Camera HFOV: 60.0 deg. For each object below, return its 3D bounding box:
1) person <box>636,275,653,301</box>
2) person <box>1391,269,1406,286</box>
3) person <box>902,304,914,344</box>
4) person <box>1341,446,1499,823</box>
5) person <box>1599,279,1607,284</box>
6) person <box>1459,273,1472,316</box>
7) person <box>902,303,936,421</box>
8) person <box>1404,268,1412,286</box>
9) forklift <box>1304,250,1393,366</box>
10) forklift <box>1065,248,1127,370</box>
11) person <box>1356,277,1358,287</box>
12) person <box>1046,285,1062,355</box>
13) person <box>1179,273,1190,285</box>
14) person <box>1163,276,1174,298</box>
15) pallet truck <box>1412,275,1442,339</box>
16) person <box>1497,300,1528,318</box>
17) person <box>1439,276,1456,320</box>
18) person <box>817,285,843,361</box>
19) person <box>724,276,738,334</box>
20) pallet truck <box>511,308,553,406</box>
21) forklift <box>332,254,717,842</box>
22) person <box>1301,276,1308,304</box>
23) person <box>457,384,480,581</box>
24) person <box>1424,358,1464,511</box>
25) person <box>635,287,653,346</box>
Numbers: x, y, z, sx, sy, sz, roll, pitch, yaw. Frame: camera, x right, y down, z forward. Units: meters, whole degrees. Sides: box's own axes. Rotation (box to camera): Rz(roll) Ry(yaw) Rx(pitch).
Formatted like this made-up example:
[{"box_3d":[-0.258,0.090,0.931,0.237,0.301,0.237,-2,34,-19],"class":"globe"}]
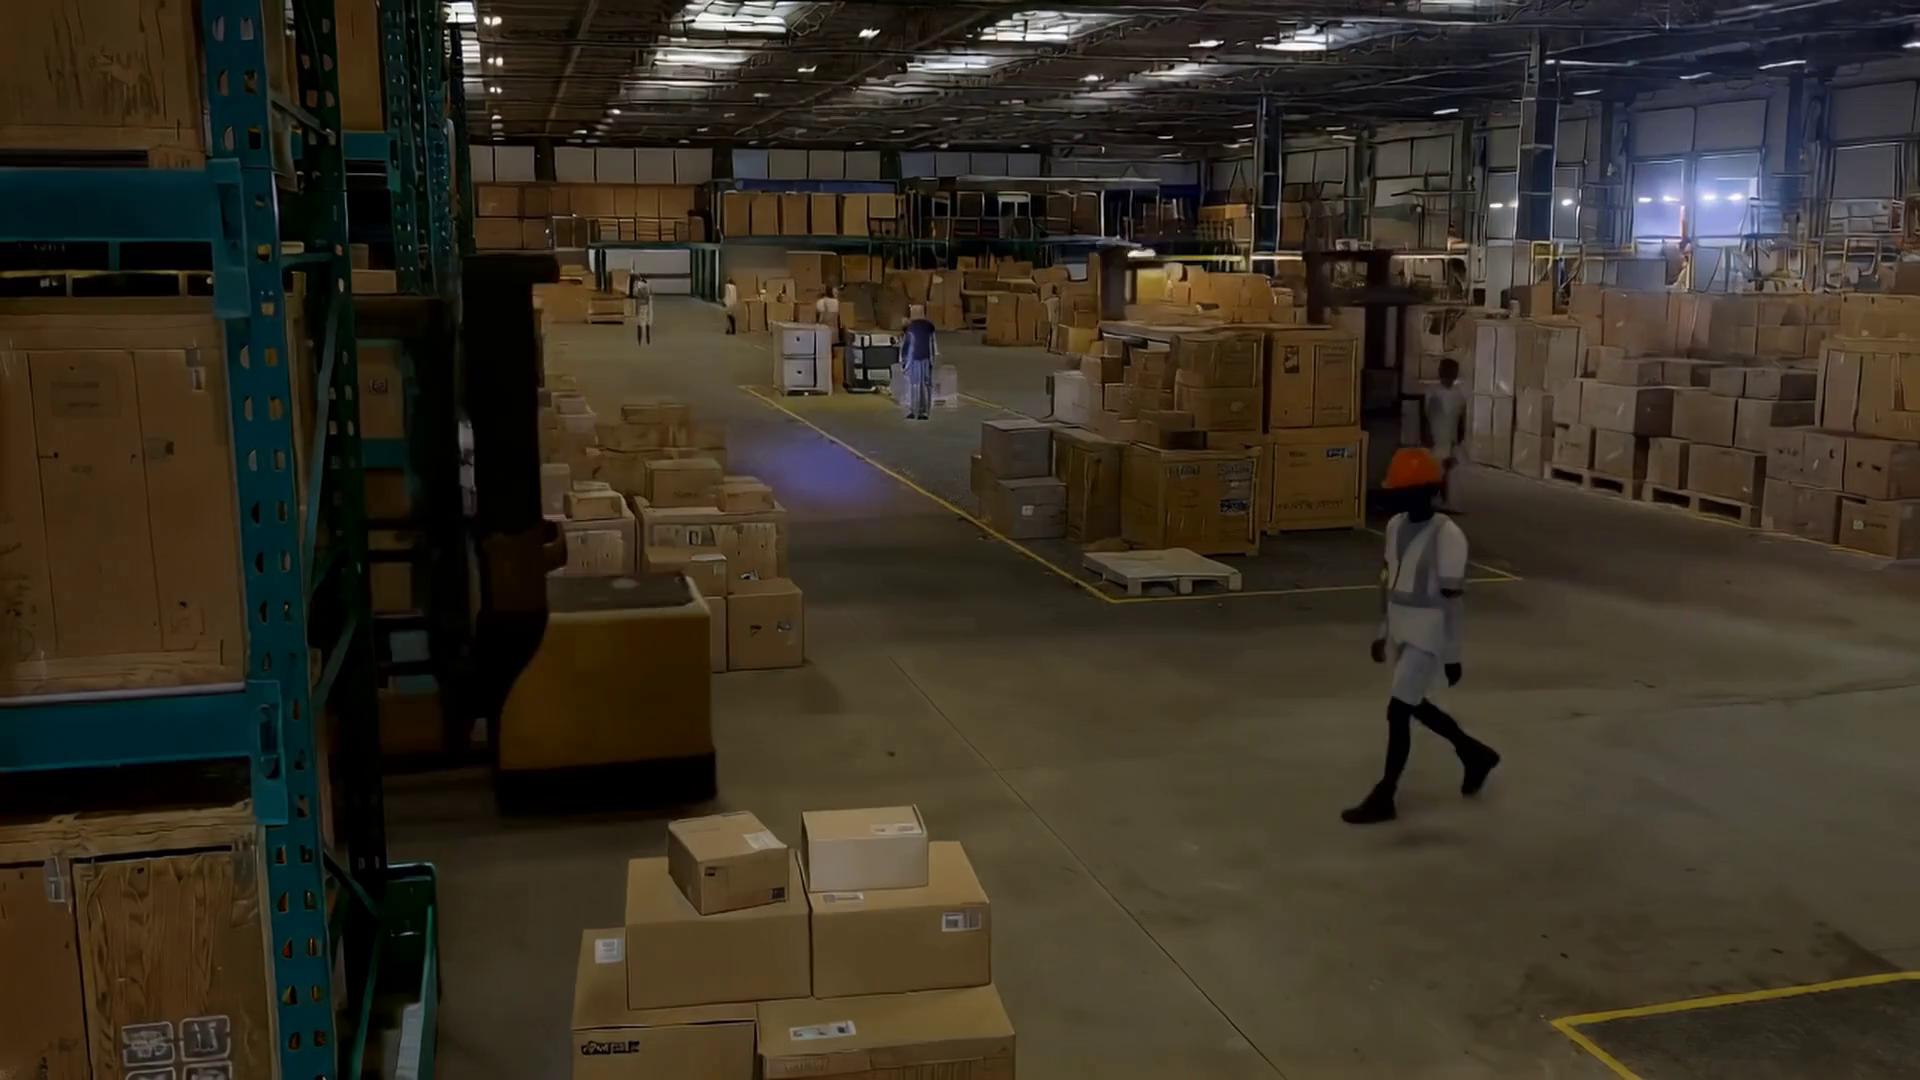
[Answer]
[{"box_3d":[-12.044,-9.217,63.475,0.607,1.782,0.951,-2,10,-9],"class":"person"},{"box_3d":[20.418,-11.701,77.461,0.679,1.836,0.528,2,10,13],"class":"person"},{"box_3d":[-1.061,-4.307,36.131,0.526,1.619,0.622,-6,12,-32],"class":"person"},{"box_3d":[2.367,0.464,8.356,0.898,1.905,0.559,-4,11,-19],"class":"person"},{"box_3d":[19.227,-6.854,49.754,0.667,1.901,0.631,-5,11,-28],"class":"person"},{"box_3d":[19.798,-9.552,65.180,0.503,1.850,0.580,2,10,11],"class":"person"},{"box_3d":[-0.686,-2.932,27.444,0.632,1.940,0.368,-8,13,-39],"class":"person"},{"box_3d":[20.931,-11.838,78.117,0.612,1.864,0.939,-9,13,-40],"class":"person"},{"box_3d":[4.319,-1.869,18.758,1.129,2.768,1.873,-3,10,-15],"class":"forklift"},{"box_3d":[3.399,-5.135,37.252,1.873,2.768,1.129,-3,10,-15],"class":"forklift"},{"box_3d":[13.053,-7.802,55.037,0.518,1.925,0.639,8,13,37],"class":"person"},{"box_3d":[2.489,-5.830,44.094,0.321,1.859,0.512,-9,14,-42],"class":"person"},{"box_3d":[8.405,-9.064,62.360,0.354,1.877,0.574,-6,11,-29],"class":"person"},{"box_3d":[7.361,-8.395,58.713,1.033,1.827,0.567,8,13,40],"class":"person"},{"box_3d":[14.620,-7.324,52.145,0.823,1.965,1.885,8,13,40],"class":"pallet truck"},{"box_3d":[10.816,-3.794,32.636,0.654,1.825,0.443,2,10,14],"class":"person"},{"box_3d":[15.823,-7.634,54.130,0.395,1.922,0.588,-9,13,-40],"class":"person"},{"box_3d":[-3.268,-5.472,41.900,0.625,1.911,0.995,-9,14,-42],"class":"person"},{"box_3d":[-7.516,-7.692,54.531,0.505,1.889,0.575,9,13,42],"class":"person"},{"box_3d":[-6.242,-2.418,24.362,0.823,1.965,1.885,1,10,3],"class":"pallet truck"},{"box_3d":[-2.259,-0.048,8.446,1.873,2.768,1.129,-3,10,-15],"class":"forklift"},{"box_3d":[10.201,-6.699,48.482,0.535,2.000,0.685,1,10,8],"class":"person"},{"box_3d":[-4.267,-0.499,14.349,0.317,1.695,0.540,6,11,29],"class":"person"},{"box_3d":[5.234,-1.162,18.183,0.532,1.676,0.688,-6,12,-30],"class":"person"},{"box_3d":[-9.133,-6.461,48.111,0.537,1.695,0.320,-5,11,-26],"class":"person"}]
